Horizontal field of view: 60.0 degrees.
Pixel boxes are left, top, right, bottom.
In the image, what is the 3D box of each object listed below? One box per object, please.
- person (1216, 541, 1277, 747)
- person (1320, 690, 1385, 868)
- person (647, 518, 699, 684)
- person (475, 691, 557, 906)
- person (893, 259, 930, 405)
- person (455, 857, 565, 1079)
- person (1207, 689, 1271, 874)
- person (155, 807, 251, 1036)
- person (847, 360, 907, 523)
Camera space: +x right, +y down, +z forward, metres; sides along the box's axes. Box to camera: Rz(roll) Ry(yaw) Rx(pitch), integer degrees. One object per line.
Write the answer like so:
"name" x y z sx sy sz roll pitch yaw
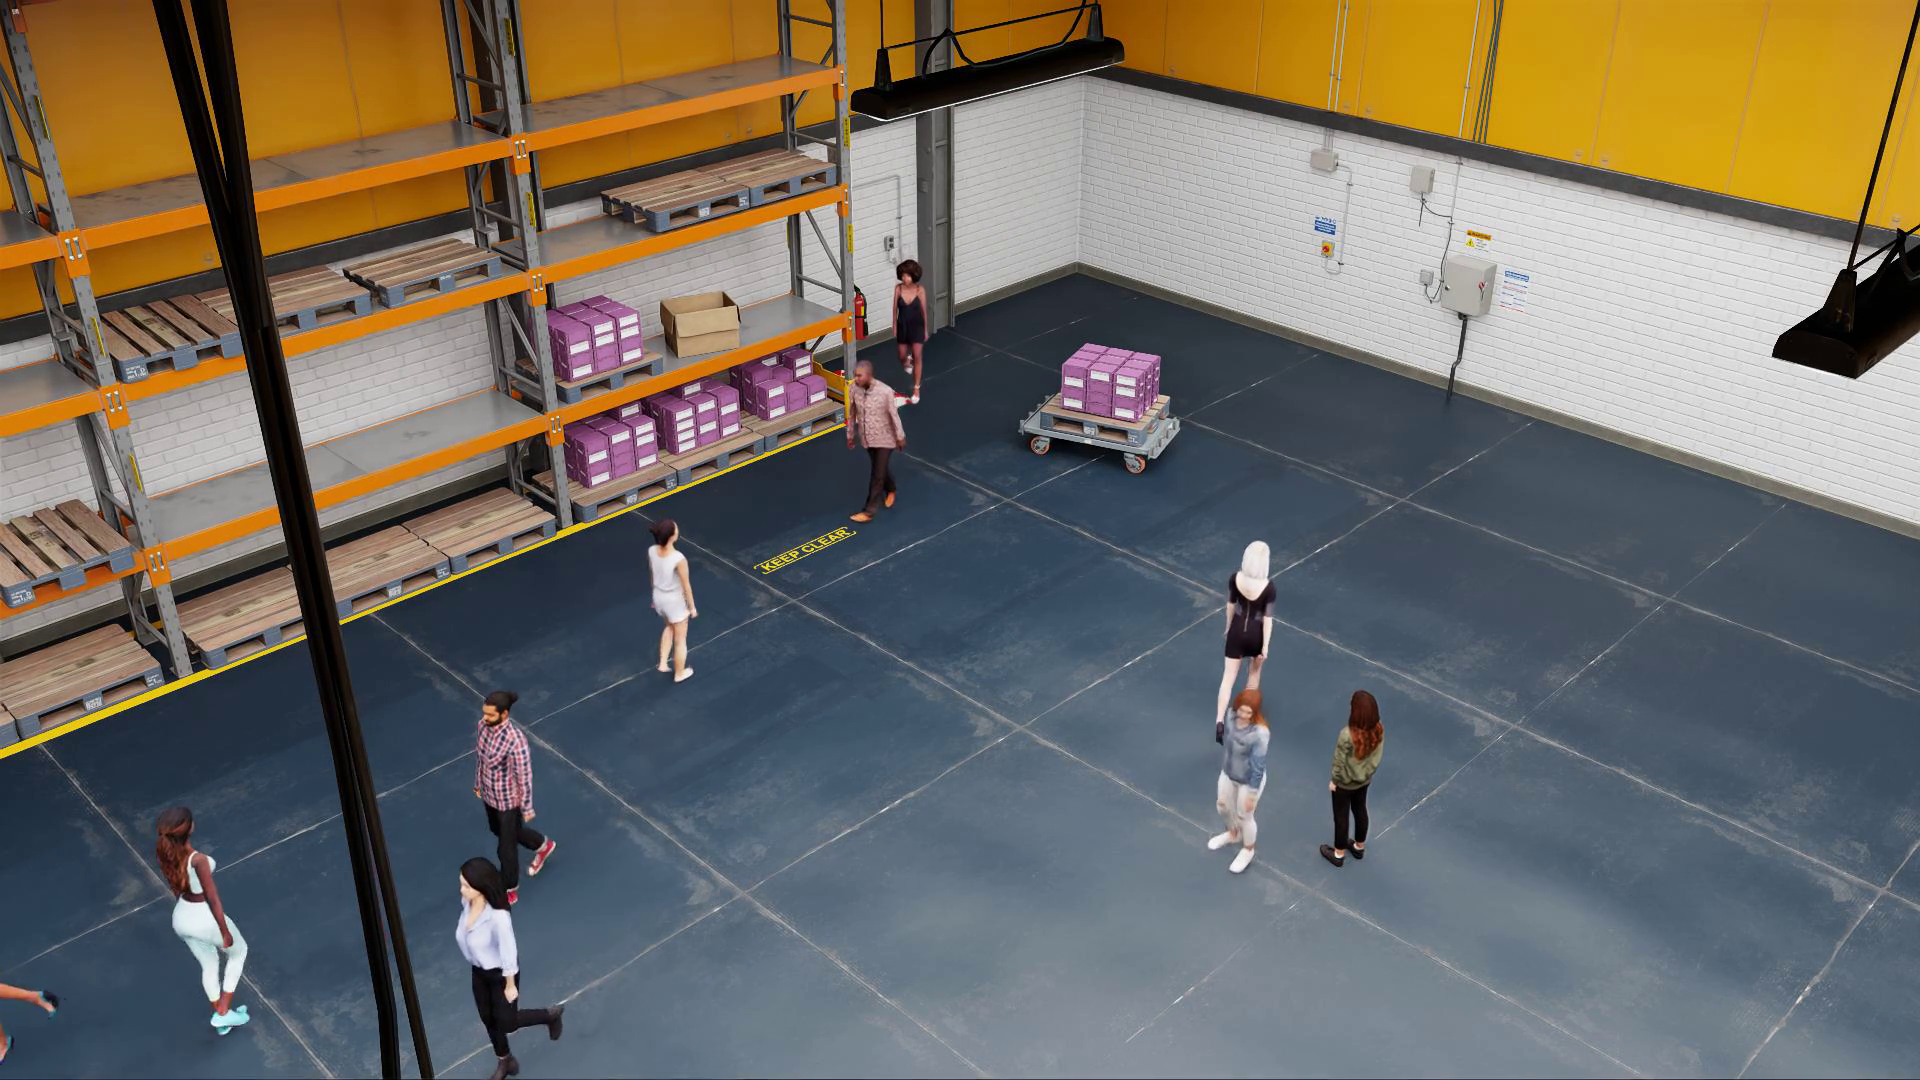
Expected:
"person" 2.315 0.857 13.639 0.814 1.805 1.167 14 32 25
"person" 2.921 1.760 12.328 0.502 1.475 0.670 -17 33 -29
"person" -2.551 0.563 14.392 0.626 1.599 0.635 17 33 28
"person" -3.238 1.792 11.971 0.689 1.759 0.960 26 38 38
"person" -0.580 -2.537 19.900 0.909 1.767 1.004 2 29 3
"person" -2.821 2.669 10.392 0.695 1.732 0.856 22 35 34
"person" 2.107 1.721 12.204 0.696 1.662 0.735 -10 30 -17
"person" -4.943 2.520 10.692 0.698 1.706 0.733 12 31 21
"person" -0.799 -1.074 17.242 0.952 1.745 1.252 13 31 22
